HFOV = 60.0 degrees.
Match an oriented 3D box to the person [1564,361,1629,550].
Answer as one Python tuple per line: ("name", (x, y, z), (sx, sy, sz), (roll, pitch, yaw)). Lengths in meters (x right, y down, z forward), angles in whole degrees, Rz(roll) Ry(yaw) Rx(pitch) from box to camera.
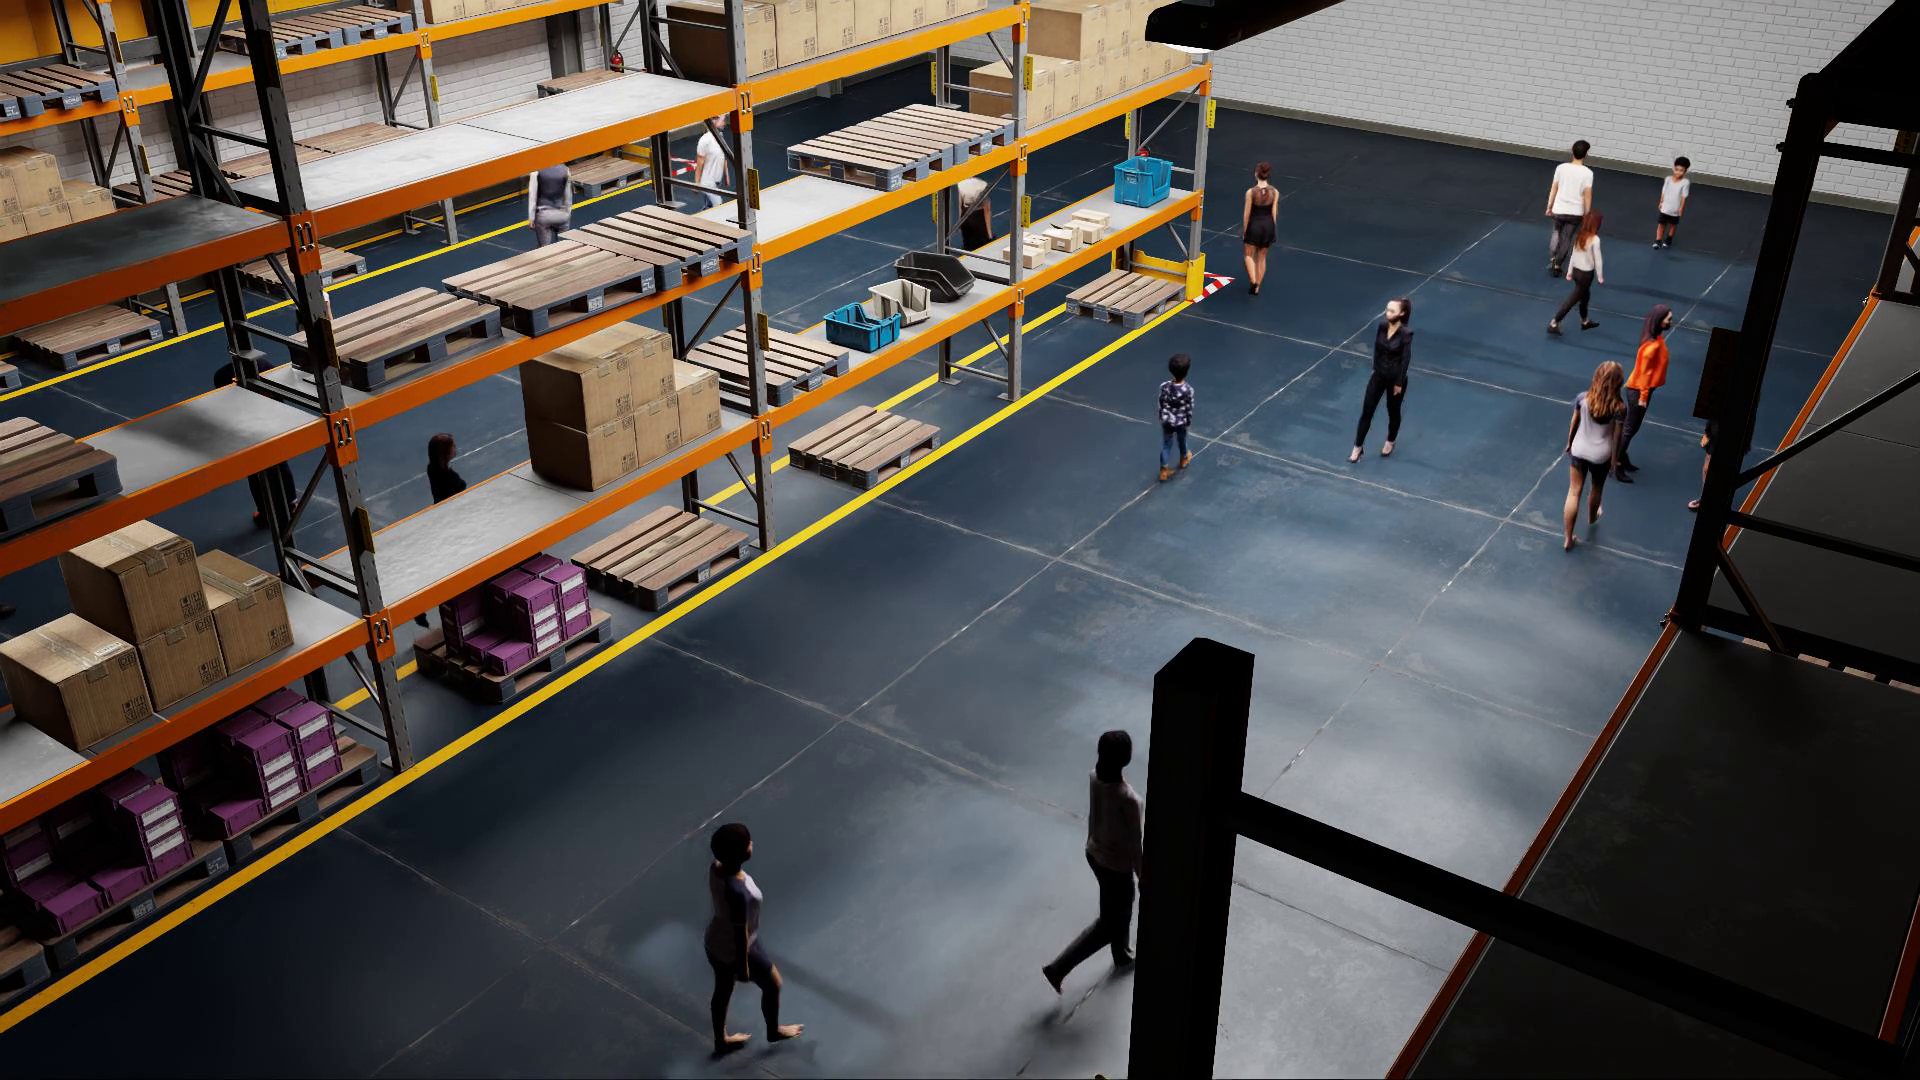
("person", (5.482, -0.703, 14.506), (0.666, 1.701, 0.983), (16, 32, 26))

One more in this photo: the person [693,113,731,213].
("person", (-3.331, -4.687, 21.688), (0.896, 1.817, 0.987), (13, 31, 23))

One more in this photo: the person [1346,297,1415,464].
("person", (4.195, -1.552, 16.076), (0.958, 1.687, 0.748), (-22, 36, -35))

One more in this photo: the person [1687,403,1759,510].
("person", (7.009, -0.949, 15.133), (0.591, 1.531, 0.644), (8, 30, 15))

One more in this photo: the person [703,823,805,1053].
("person", (-1.311, 2.258, 9.237), (0.847, 1.548, 0.747), (-16, 32, -27))

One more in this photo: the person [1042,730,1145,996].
("person", (0.825, 1.908, 9.669), (1.102, 1.749, 0.911), (-13, 31, -23))

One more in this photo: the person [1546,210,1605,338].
("person", (7.054, -3.008, 18.990), (1.043, 1.452, 0.927), (-8, 30, -14))

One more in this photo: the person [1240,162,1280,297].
("person", (3.629, -3.703, 20.040), (0.816, 1.668, 0.892), (-2, 29, -4))

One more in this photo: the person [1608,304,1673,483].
("person", (6.443, -1.411, 15.757), (0.695, 1.745, 0.518), (15, 32, 25))

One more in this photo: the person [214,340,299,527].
("person", (-6.306, -0.998, 14.924), (0.681, 1.817, 0.834), (-17, 33, -29))

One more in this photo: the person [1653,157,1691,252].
("person", (9.357, -4.411, 21.809), (0.516, 1.216, 0.879), (18, 33, 30))

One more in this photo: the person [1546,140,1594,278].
("person", (7.557, -4.115, 20.747), (0.644, 1.713, 0.562), (18, 33, 29))

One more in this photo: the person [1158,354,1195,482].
("person", (2.020, -1.142, 15.807), (0.624, 1.225, 0.829), (10, 30, 17))
